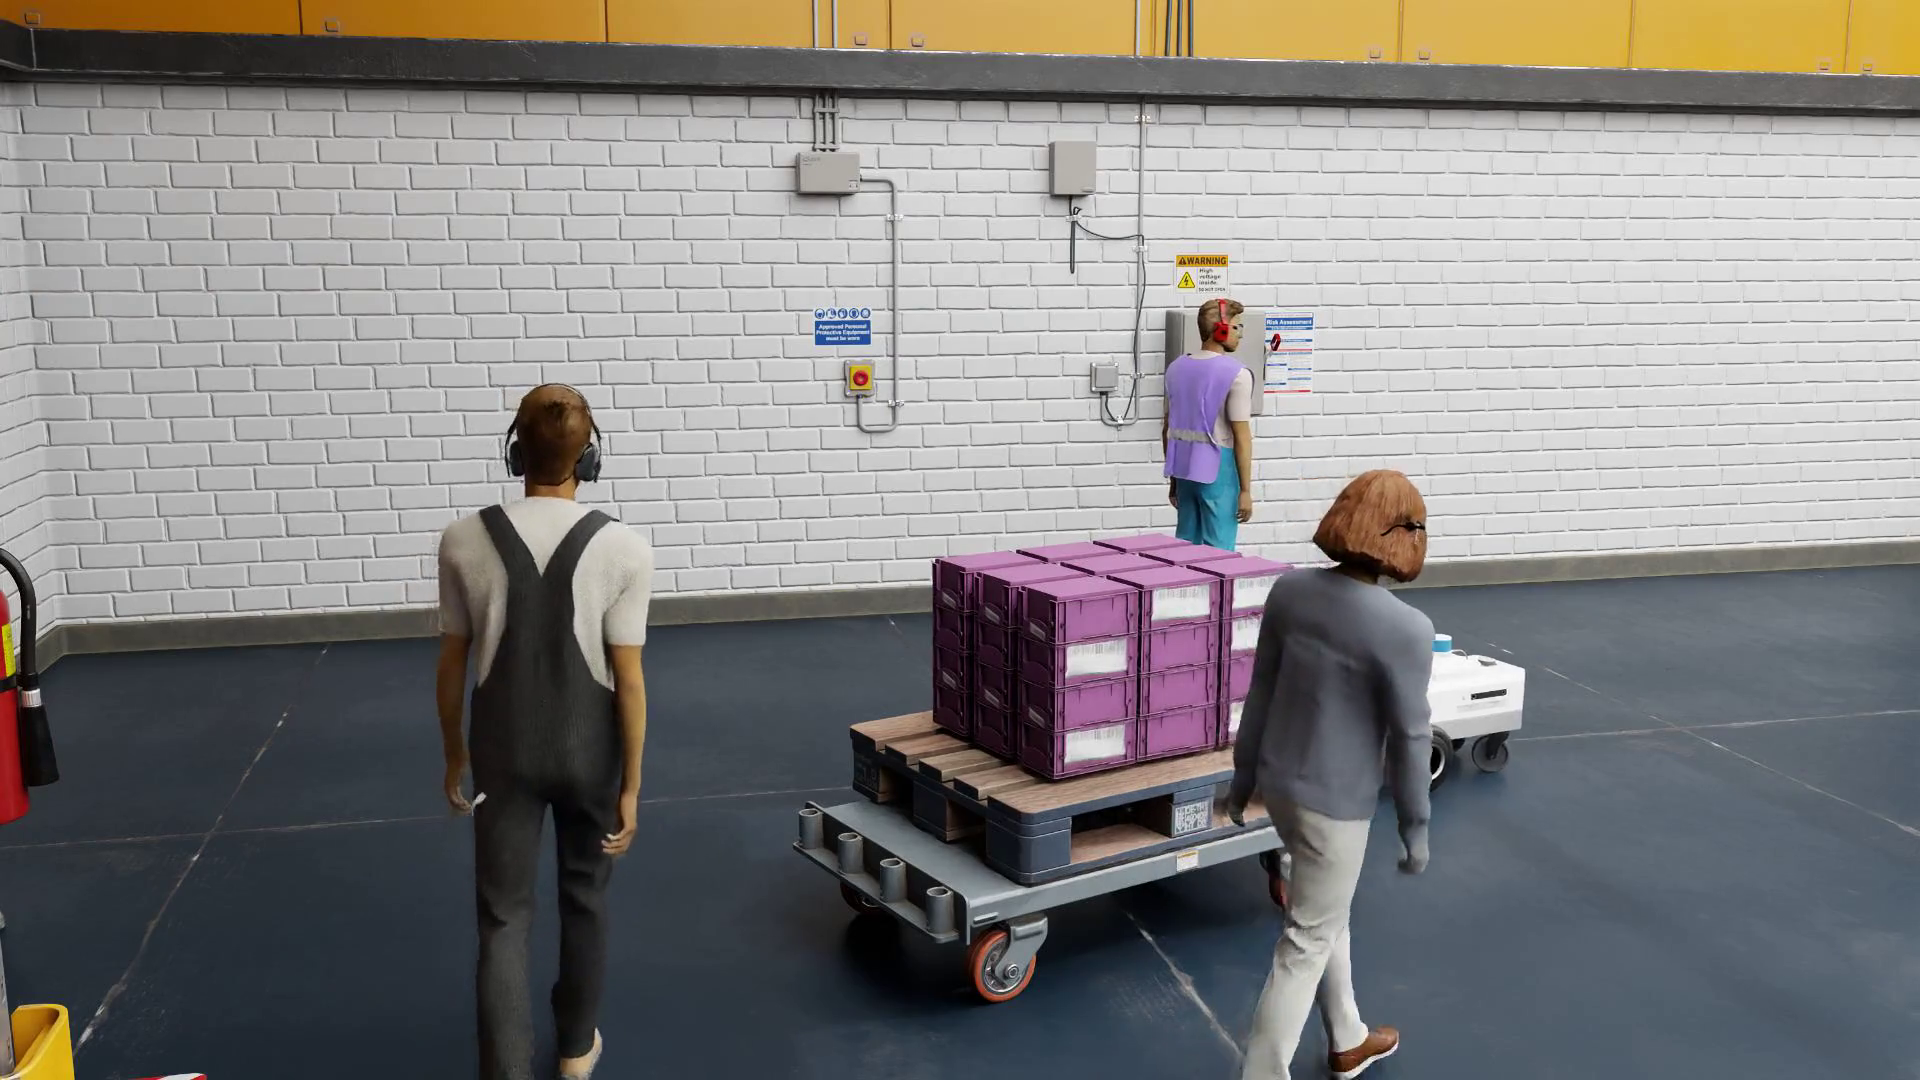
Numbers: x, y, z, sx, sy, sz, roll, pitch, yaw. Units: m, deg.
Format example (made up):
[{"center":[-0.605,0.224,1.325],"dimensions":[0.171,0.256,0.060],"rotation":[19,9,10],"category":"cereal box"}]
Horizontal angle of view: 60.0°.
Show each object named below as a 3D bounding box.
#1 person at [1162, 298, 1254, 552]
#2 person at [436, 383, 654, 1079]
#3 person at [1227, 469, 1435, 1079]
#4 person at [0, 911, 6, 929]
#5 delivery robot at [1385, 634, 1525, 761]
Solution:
[{"center":[1.231,-0.282,8.345],"dimensions":[0.387,1.841,0.565],"rotation":[-7,13,-35],"category":"person"},{"center":[-0.964,0.548,3.861],"dimensions":[0.529,1.808,0.908],"rotation":[-2,10,-9],"category":"person"},{"center":[0.934,0.624,3.989],"dimensions":[0.762,1.592,0.521],"rotation":[-6,12,-30],"category":"person"},{"center":[-3.172,0.231,4.941],"dimensions":[0.605,2.045,0.381],"rotation":[5,11,26],"category":"person"},{"center":[1.904,0.620,6.653],"dimensions":[0.707,0.478,0.477],"rotation":[-5,11,-24],"category":"delivery robot"}]
